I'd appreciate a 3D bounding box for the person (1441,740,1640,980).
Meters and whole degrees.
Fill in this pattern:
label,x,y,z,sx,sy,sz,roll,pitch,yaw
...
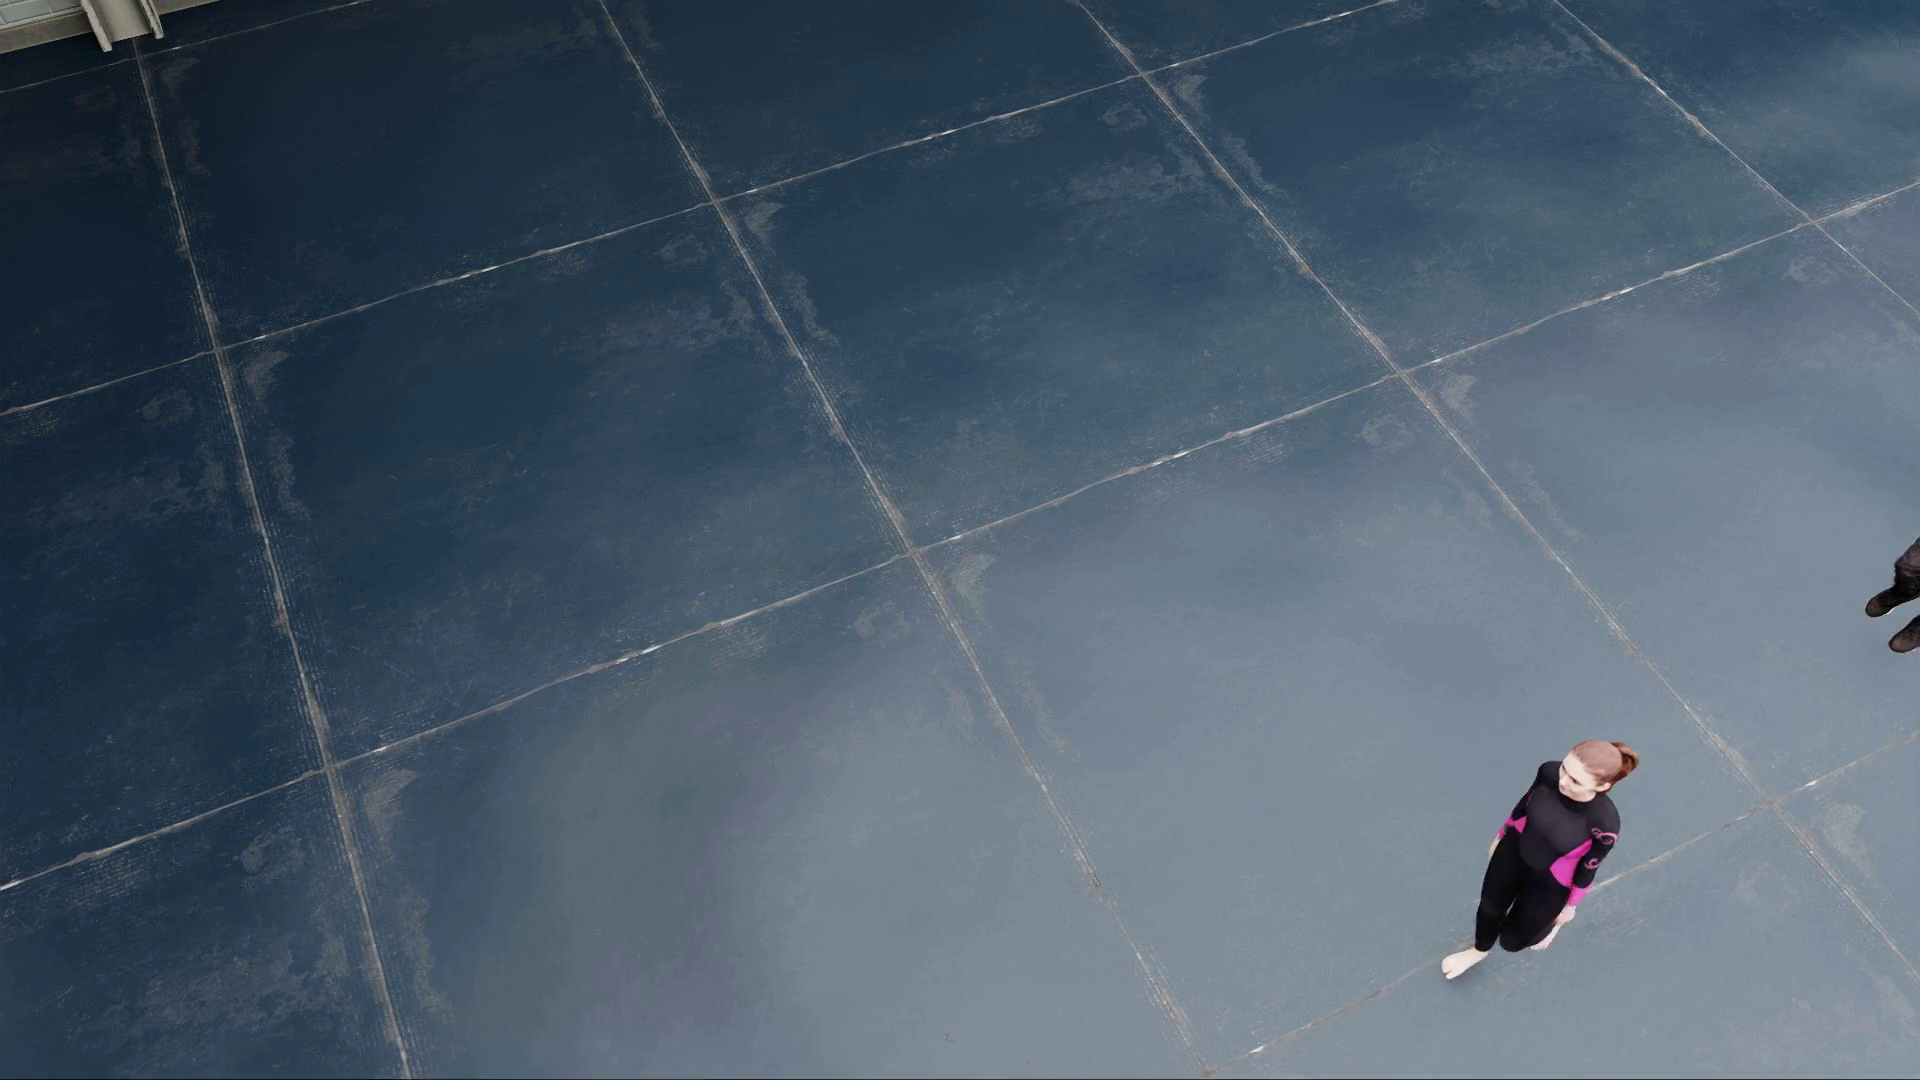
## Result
label,x,y,z,sx,sy,sz,roll,pitch,yaw
person,2.331,1.269,6.540,0.754,1.731,0.580,-22,55,-16
